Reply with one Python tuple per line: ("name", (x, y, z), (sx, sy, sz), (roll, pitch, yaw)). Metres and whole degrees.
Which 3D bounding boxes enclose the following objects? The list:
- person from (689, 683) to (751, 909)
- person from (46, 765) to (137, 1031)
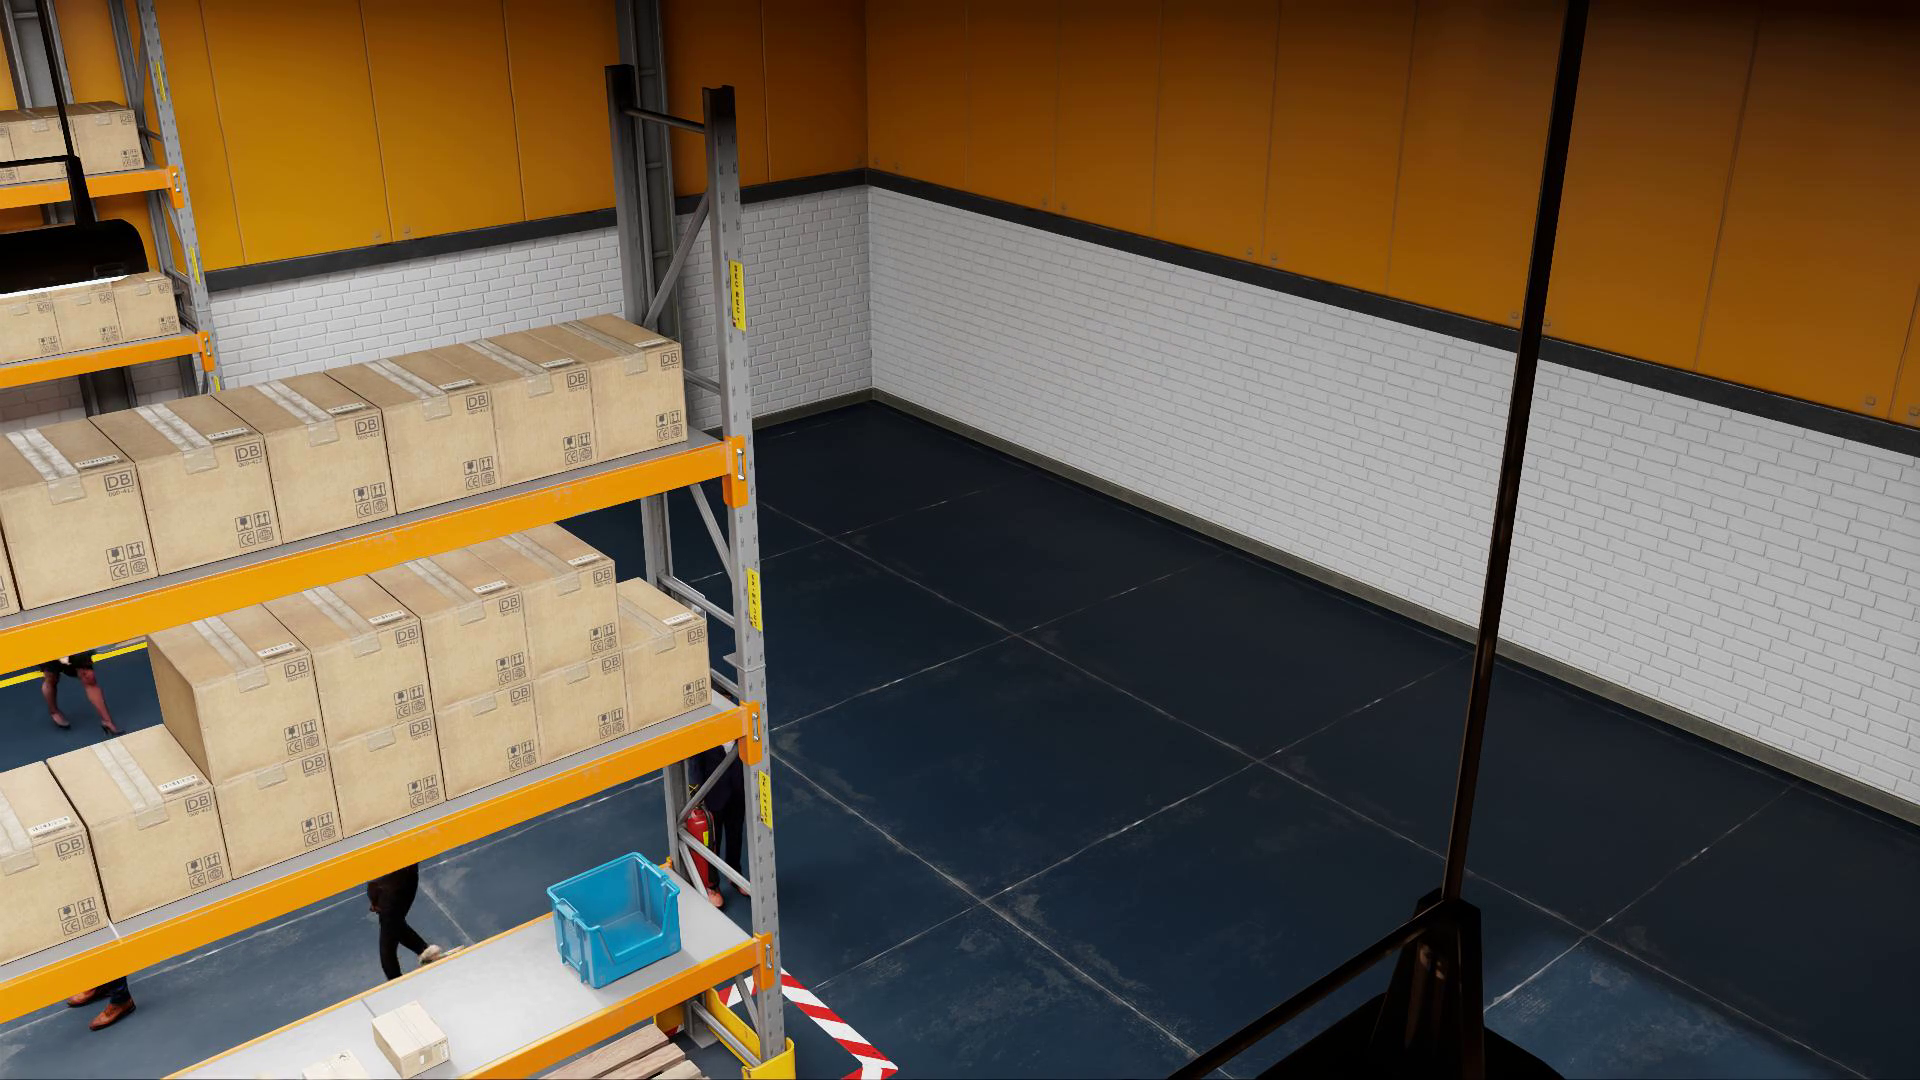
("person", (-1.660, 1.756, 11.668), (0.484, 1.721, 0.705), (-16, 28, -32))
("person", (-5.565, 2.208, 10.495), (0.707, 1.831, 0.589), (20, 31, 38))
